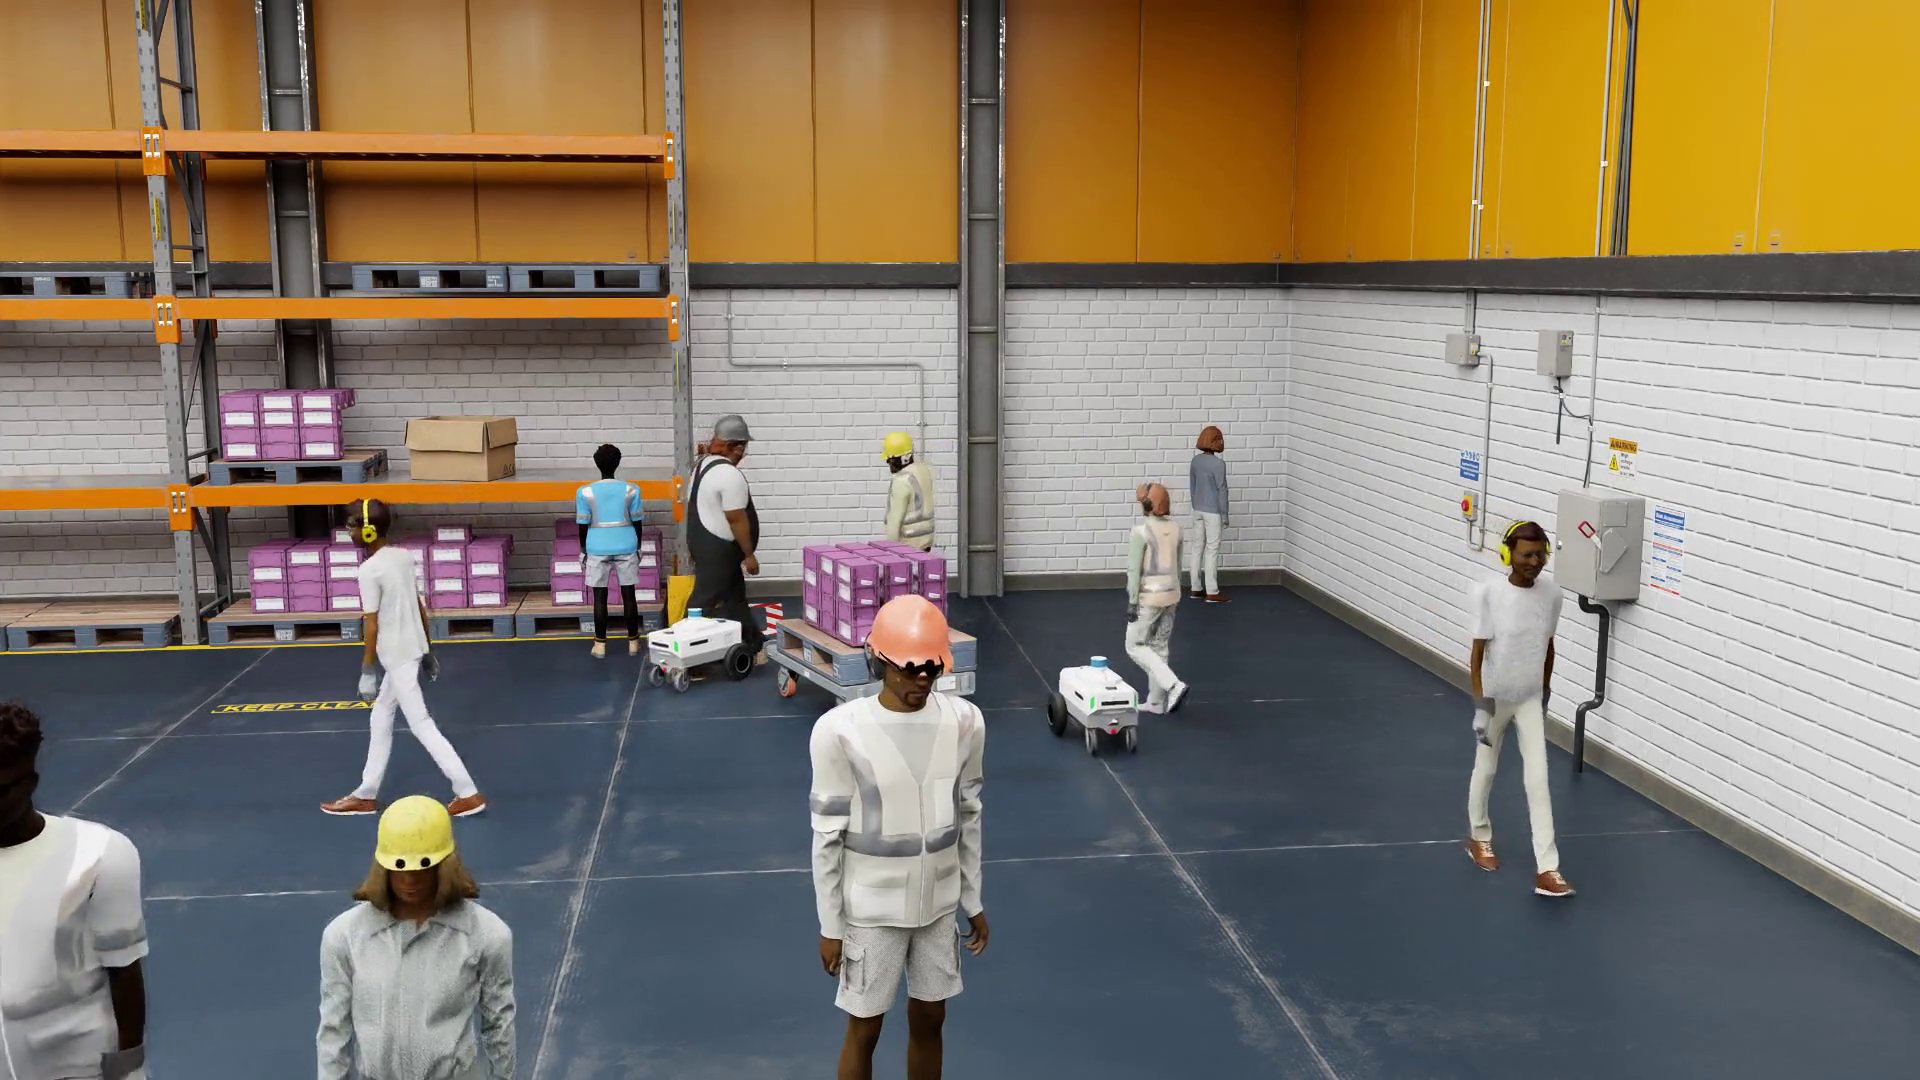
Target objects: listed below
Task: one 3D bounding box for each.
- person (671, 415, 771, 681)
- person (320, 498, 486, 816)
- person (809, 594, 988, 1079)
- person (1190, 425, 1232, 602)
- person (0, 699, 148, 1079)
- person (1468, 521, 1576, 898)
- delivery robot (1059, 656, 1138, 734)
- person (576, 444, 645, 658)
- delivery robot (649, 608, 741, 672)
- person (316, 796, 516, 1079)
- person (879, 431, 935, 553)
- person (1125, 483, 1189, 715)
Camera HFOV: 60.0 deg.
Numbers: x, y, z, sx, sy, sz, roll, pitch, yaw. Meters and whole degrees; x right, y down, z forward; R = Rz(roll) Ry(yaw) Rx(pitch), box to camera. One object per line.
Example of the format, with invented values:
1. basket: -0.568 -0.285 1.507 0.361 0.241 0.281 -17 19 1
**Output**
1. person: -1.737 0.022 12.483 1.035 2.000 0.686 -4 10 -24
2. person: -3.083 0.664 9.206 0.916 1.820 0.510 0 9 0
3. person: -0.172 1.170 5.333 0.606 2.037 0.382 -5 10 -28
4. person: 2.314 -0.243 15.396 0.284 1.636 0.500 -5 10 -29
5. person: -2.455 1.361 4.429 0.605 1.949 0.469 -1 9 -9
6. person: 2.741 0.819 8.174 0.504 1.826 0.948 -1 9 -4
7. delivery robot: 0.891 0.996 10.738 0.477 0.478 0.707 -2 9 -13
8. person: -2.756 0.088 13.141 0.532 1.697 0.319 -3 10 -18
9. delivery robot: -1.956 0.745 12.304 0.477 0.478 0.707 7 11 37
10. person: -1.427 1.477 4.452 0.486 1.702 0.881 0 9 -3
11. person: -0.439 0.011 13.340 0.471 1.788 0.624 3 10 17
12. person: 1.366 0.424 11.274 0.531 1.622 0.450 -9 13 -44
